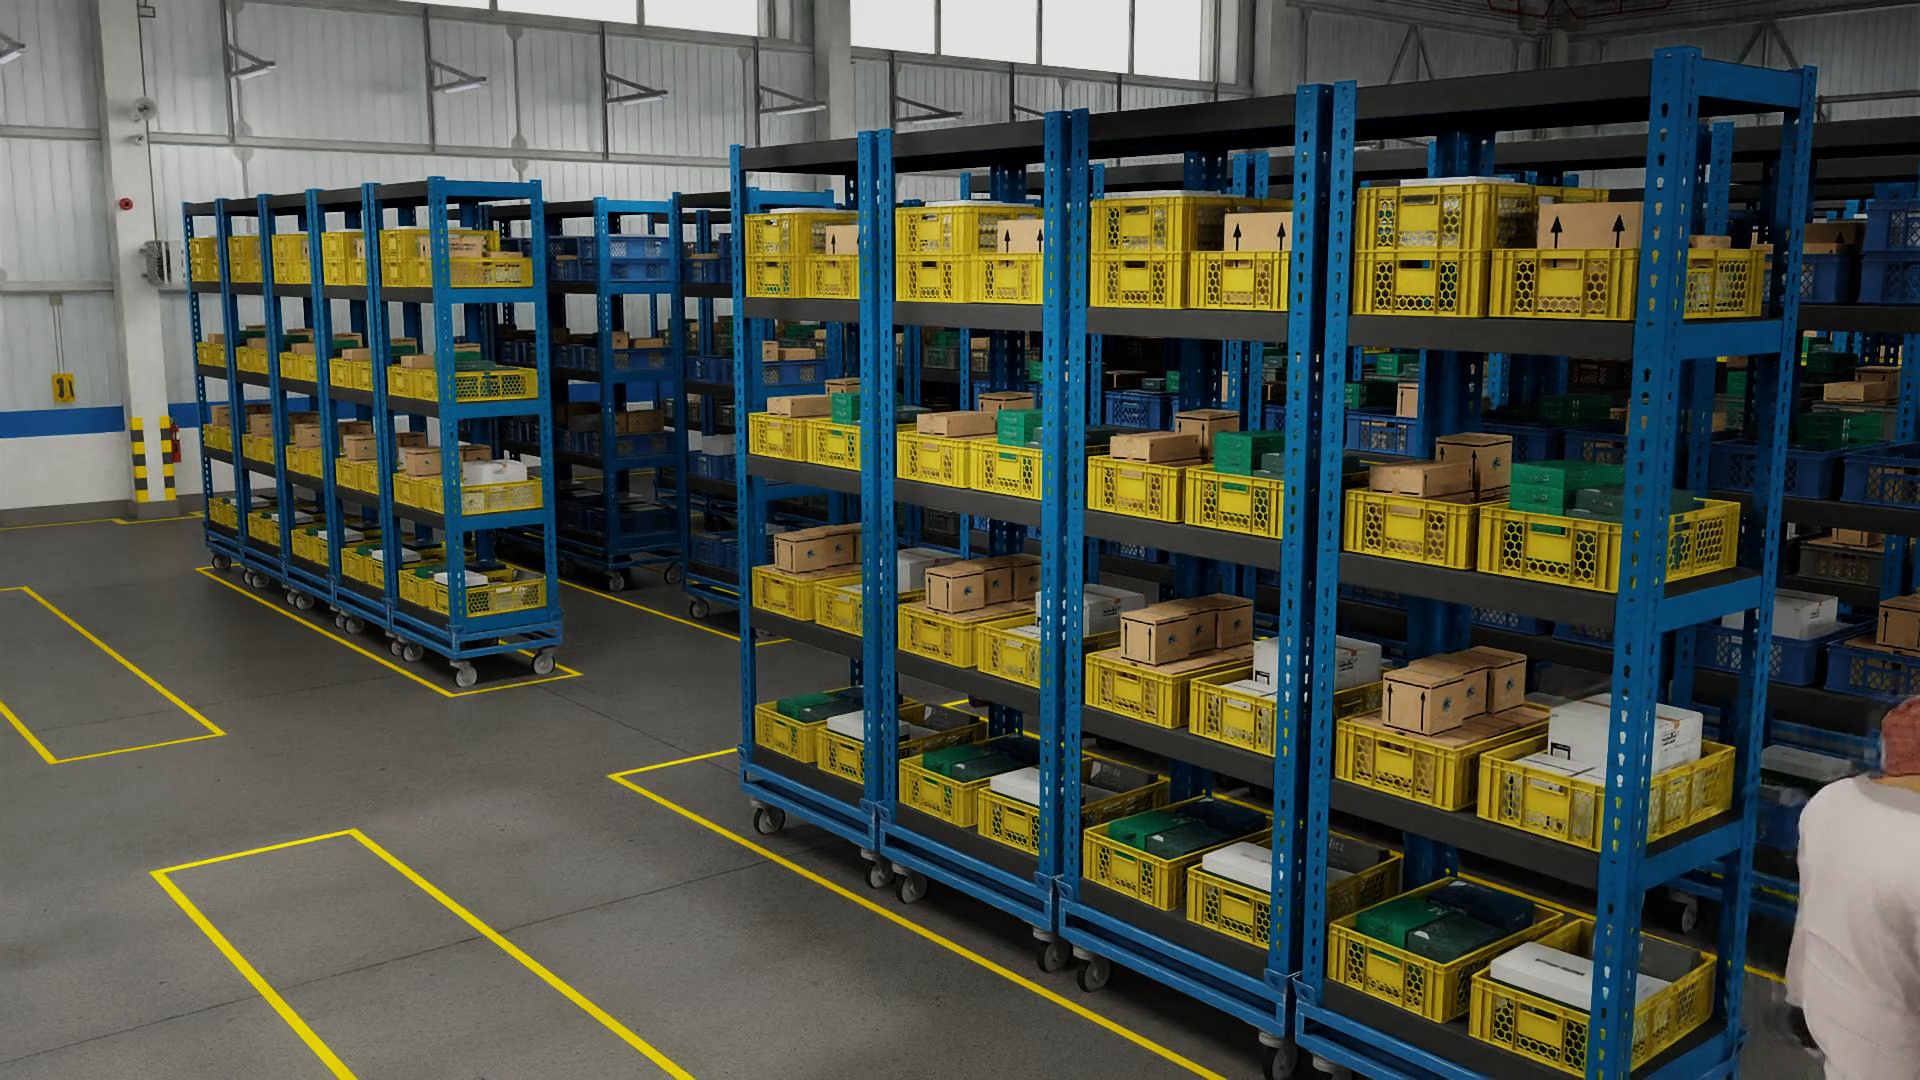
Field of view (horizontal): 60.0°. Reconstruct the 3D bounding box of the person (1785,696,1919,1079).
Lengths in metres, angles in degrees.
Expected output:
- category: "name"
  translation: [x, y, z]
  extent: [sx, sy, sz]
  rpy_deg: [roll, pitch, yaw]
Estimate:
- category: "person"
  translation: [2.579, 1.347, 4.473]
  extent: [0.704, 1.871, 0.705]
  rpy_deg: [0, 9, 2]
